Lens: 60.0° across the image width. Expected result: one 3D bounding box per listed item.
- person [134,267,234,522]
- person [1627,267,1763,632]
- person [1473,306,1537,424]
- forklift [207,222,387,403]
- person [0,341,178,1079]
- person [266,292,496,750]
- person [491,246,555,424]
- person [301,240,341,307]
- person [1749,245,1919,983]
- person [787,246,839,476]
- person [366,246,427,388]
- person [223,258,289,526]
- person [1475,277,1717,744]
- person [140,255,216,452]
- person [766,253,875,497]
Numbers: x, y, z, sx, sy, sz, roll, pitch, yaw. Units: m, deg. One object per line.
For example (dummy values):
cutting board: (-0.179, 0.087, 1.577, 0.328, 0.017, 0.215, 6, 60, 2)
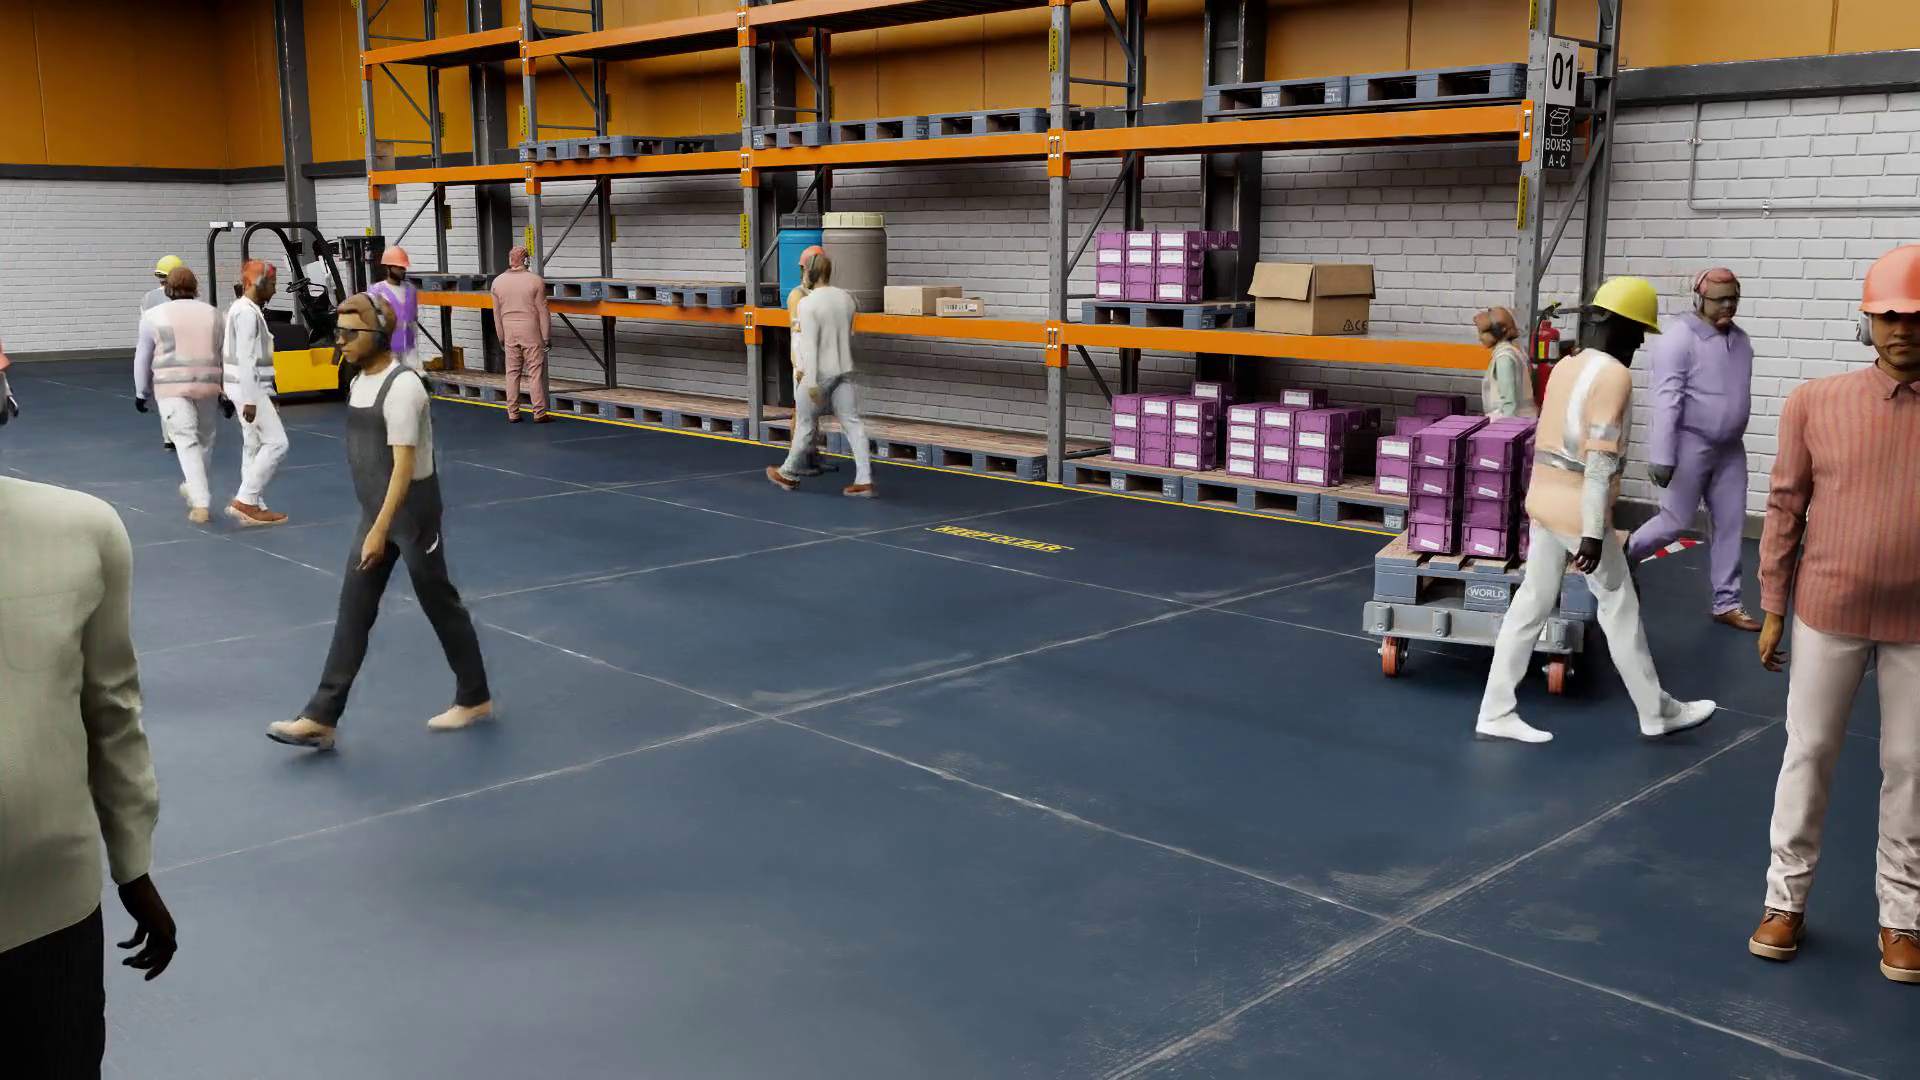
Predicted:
person: (-5.596, -1.059, 11.994, 0.622, 1.790, 0.960, -10, 15, -44)
person: (3.815, -0.492, 8.708, 0.648, 1.872, 0.838, -5, 12, -26)
person: (3.137, -0.562, 9.783, 0.694, 1.601, 0.552, 5, 12, 26)
forklift: (-8.169, -2.758, 20.163, 2.313, 2.155, 1.214, -10, 14, -44)
person: (-1.531, 0.568, 2.572, 0.387, 1.996, 0.611, 9, 14, 40)
person: (-2.273, -0.063, 6.542, 0.515, 1.796, 0.944, 8, 13, 39)
person: (-4.689, -2.202, 17.916, 0.643, 1.909, 0.411, 2, 11, 12)
person: (-9.212, -3.364, 24.086, 0.601, 1.967, 0.367, 1, 10, 4)
person: (2.510, 0.206, 4.549, 0.612, 1.995, 0.382, 5, 12, 27)
person: (-1.274, -1.503, 14.087, 0.473, 1.945, 0.553, 3, 11, 18)
person: (-5.362, -1.834, 15.876, 0.409, 1.918, 0.570, 7, 13, 34)
person: (-4.873, -1.009, 11.497, 0.387, 1.867, 0.614, -5, 12, -26)
person: (2.528, -0.094, 6.568, 0.984, 1.849, 0.654, -1, 10, -5)
person: (-7.304, -1.728, 15.530, 0.589, 1.834, 0.403, 3, 11, 15)
person: (-1.068, -1.277, 12.961, 1.065, 1.881, 0.640, 9, 14, 40)
